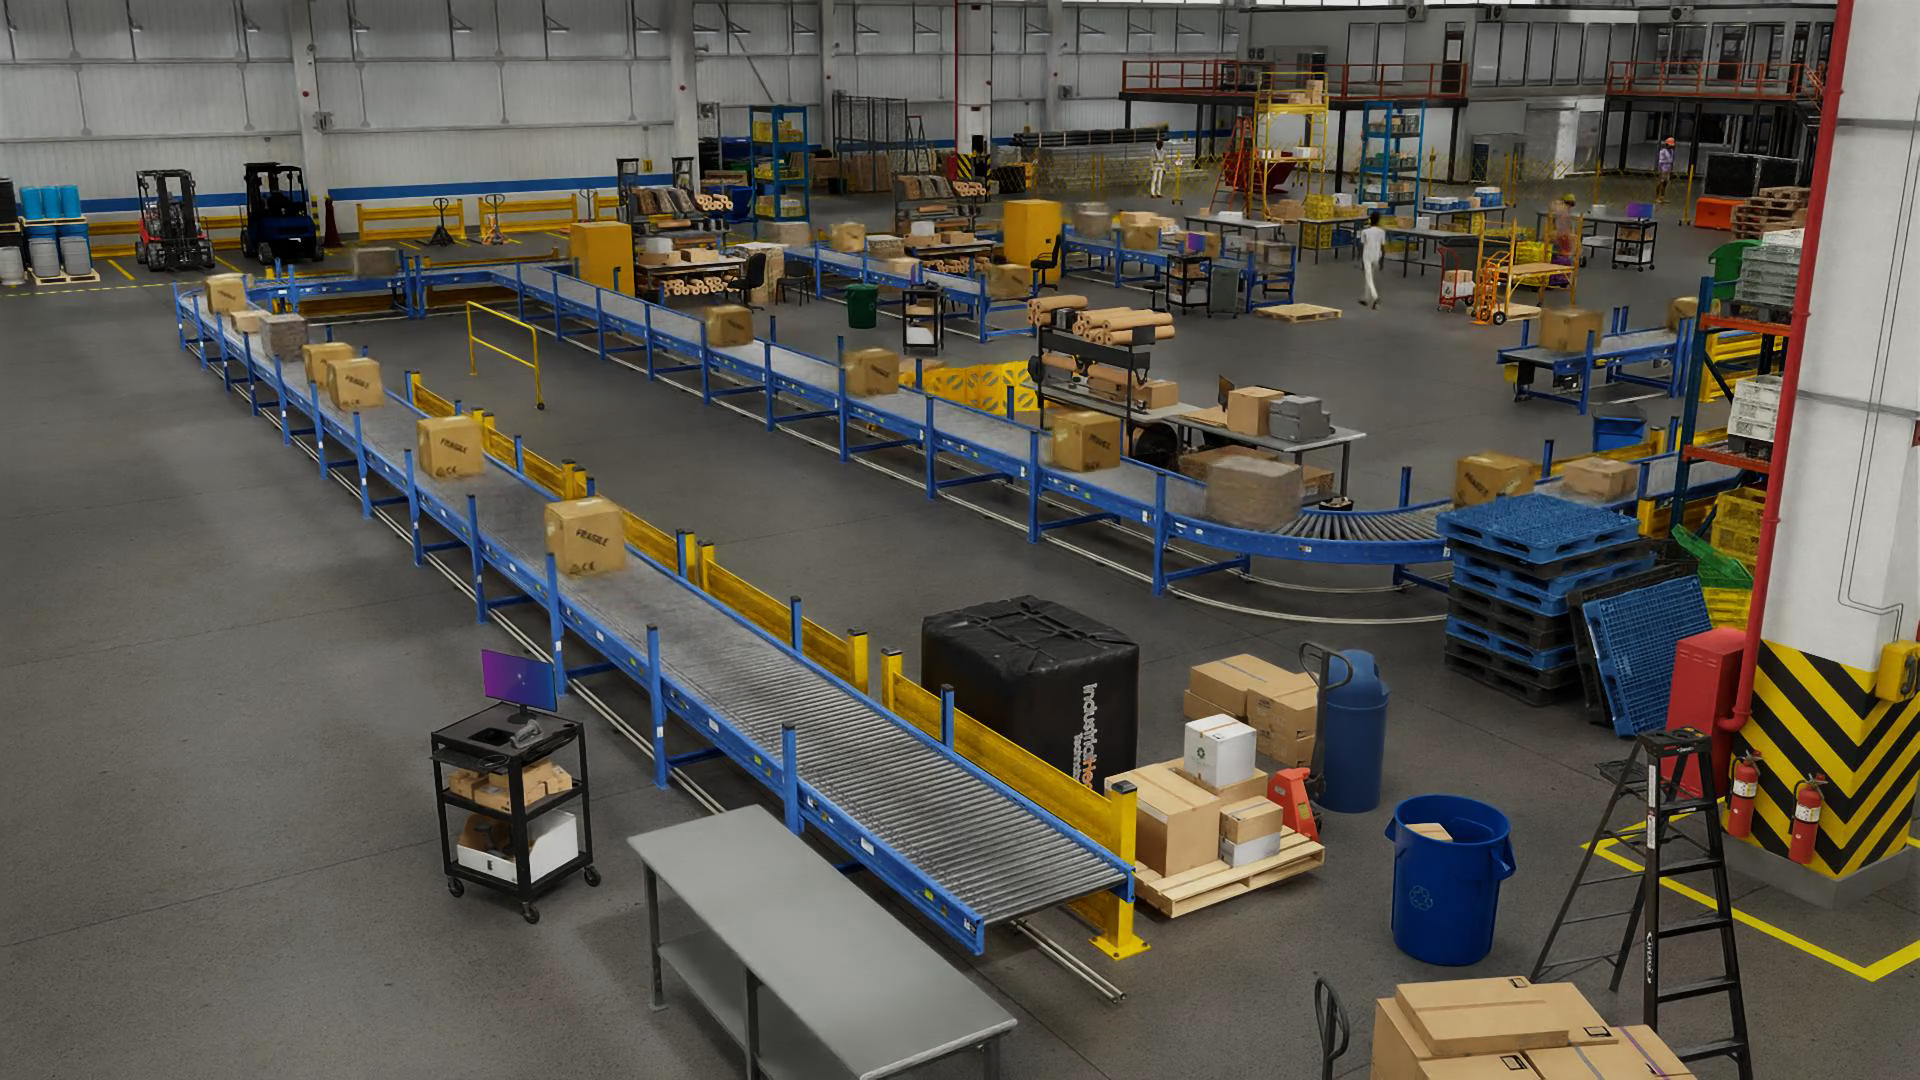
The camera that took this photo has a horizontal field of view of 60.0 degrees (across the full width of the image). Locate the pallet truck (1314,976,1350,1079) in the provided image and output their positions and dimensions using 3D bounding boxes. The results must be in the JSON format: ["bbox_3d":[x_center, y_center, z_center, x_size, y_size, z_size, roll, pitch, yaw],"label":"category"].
[{"bbox_3d":[2.299,2.390,7.086,1.601,1.201,0.680,-2,17,-7],"label":"pallet truck"}]

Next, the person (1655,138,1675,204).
[{"bbox_3d":[22.197,-11.604,52.274,0.605,2.033,0.395,-10,20,-31],"label":"person"}]

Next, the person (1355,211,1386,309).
[{"bbox_3d":[7.884,-5.353,31.817,0.519,1.841,0.886,-5,17,-15],"label":"person"}]

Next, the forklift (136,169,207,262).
[{"bbox_3d":[-17.842,-7.318,37.559,1.157,1.987,2.680,-10,20,-31],"label":"forklift"}]

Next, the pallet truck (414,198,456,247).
[{"bbox_3d":[-13.250,-8.060,41.856,0.680,1.201,1.601,-10,20,-31],"label":"pallet truck"}]

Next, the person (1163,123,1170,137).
[{"bbox_3d":[7.969,-15.436,65.308,1.057,1.877,0.609,10,19,30],"label":"person"}]

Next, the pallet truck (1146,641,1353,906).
[{"bbox_3d":[1.664,1.407,10.232,1.630,1.274,0.653,-10,20,-31],"label":"pallet truck"}]

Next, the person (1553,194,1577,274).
[{"bbox_3d":[13.177,-6.724,36.519,0.723,1.748,0.530,4,17,12],"label":"person"}]

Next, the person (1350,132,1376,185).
[{"bbox_3d":[14.342,-13.594,59.160,1.013,1.883,0.568,15,22,40],"label":"person"}]

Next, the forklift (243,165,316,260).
[{"bbox_3d":[-15.898,-7.669,38.708,1.157,1.987,2.680,-11,20,-33],"label":"forklift"}]

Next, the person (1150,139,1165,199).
[{"bbox_3d":[6.422,-12.032,53.949,0.572,1.887,0.354,-10,20,-31],"label":"person"}]

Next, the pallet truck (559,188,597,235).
[{"bbox_3d":[-10.010,-8.652,43.699,0.653,1.274,1.630,-10,20,-31],"label":"pallet truck"}]

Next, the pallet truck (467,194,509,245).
[{"bbox_3d":[-11.983,-8.177,42.137,0.704,1.261,1.522,-11,20,-33],"label":"pallet truck"}]

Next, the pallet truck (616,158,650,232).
[{"bbox_3d":[-8.918,-9.176,44.255,0.823,1.965,1.885,-9,19,-27],"label":"pallet truck"}]

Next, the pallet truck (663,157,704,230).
[{"bbox_3d":[-7.586,-9.308,44.692,0.823,1.965,1.885,-11,20,-33],"label":"pallet truck"}]
